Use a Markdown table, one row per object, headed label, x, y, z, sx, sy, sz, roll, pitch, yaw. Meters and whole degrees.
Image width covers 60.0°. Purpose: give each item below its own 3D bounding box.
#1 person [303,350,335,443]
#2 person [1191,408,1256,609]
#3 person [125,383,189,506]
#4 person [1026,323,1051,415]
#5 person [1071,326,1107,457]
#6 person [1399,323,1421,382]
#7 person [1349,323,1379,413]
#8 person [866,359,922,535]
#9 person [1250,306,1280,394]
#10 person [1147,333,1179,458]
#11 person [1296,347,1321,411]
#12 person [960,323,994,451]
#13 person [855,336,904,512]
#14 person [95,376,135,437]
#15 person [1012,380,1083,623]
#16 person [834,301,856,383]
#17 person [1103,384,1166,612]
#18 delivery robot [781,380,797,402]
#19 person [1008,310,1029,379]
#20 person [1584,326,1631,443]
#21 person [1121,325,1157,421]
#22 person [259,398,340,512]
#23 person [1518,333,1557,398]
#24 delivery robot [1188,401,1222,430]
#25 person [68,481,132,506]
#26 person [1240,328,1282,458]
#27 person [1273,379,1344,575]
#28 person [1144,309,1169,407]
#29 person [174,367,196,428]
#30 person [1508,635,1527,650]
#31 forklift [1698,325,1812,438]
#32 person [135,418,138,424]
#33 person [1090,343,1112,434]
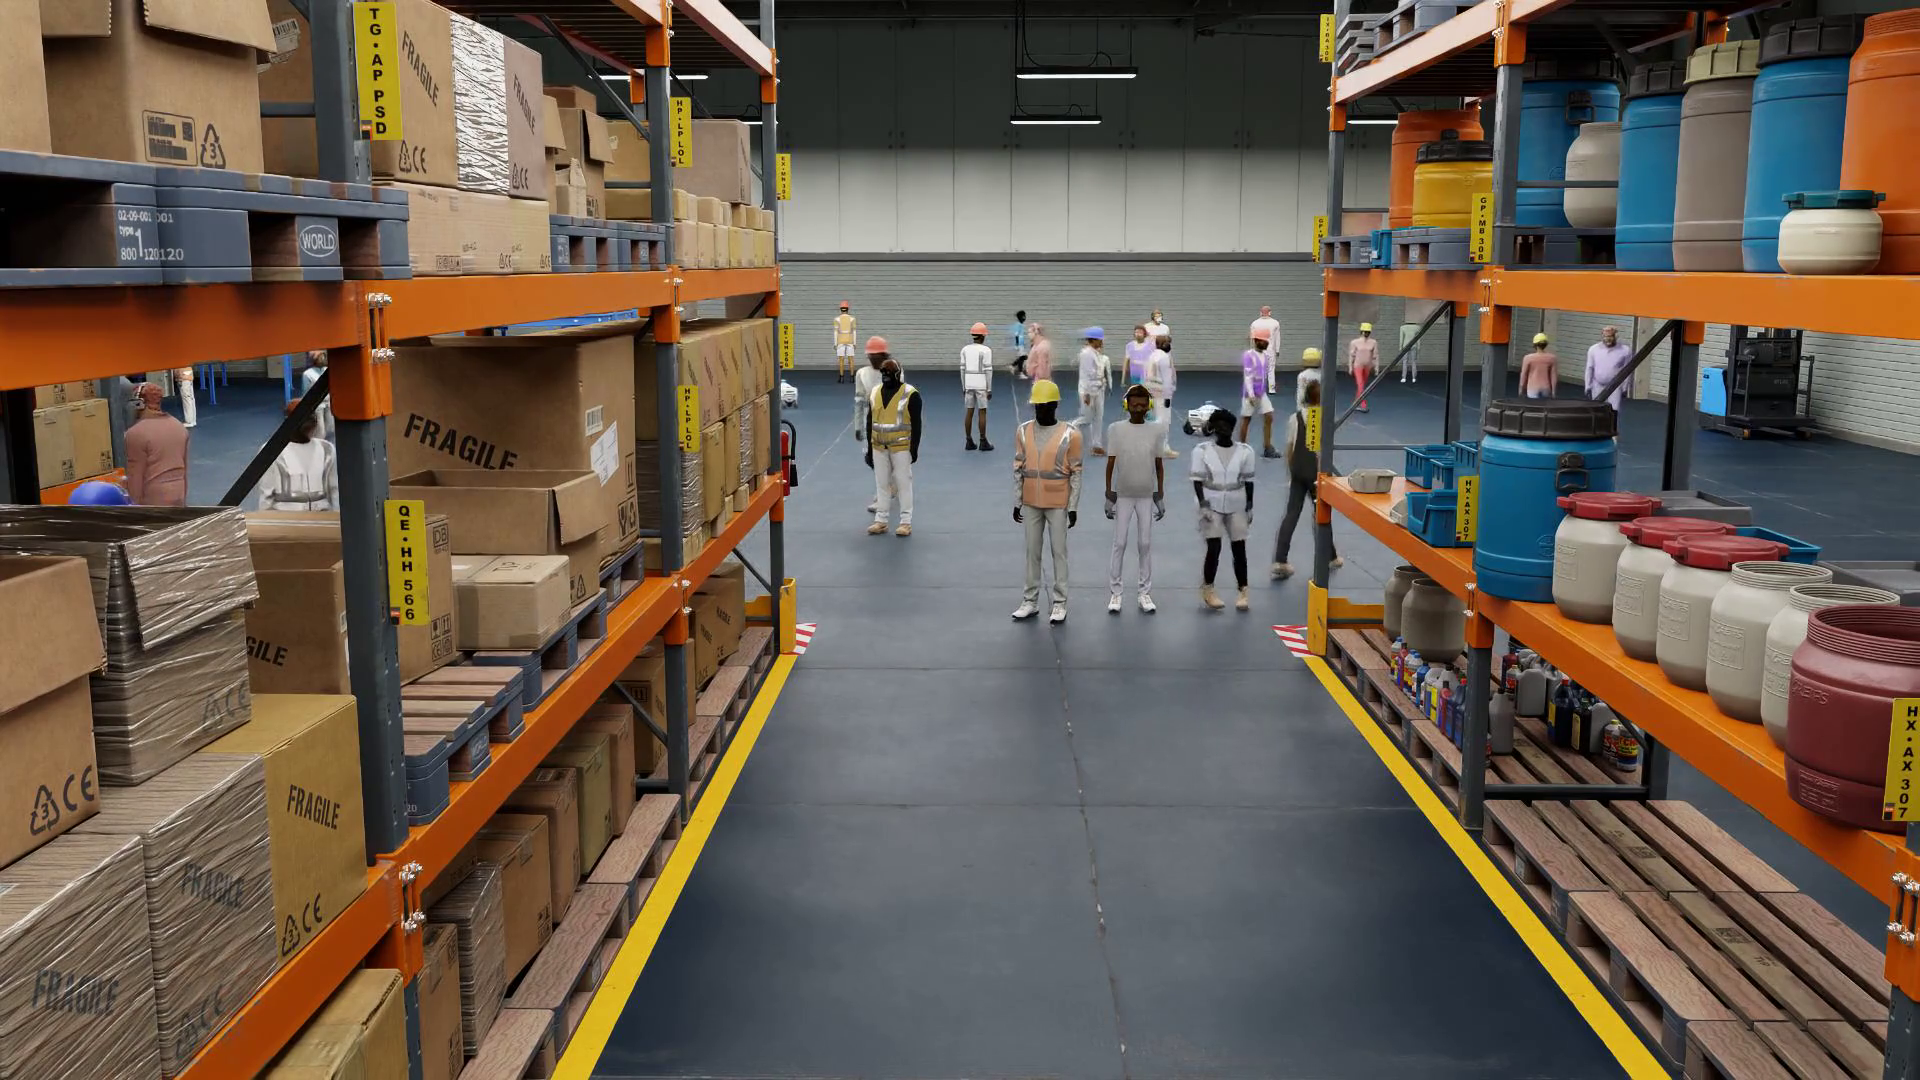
| label | x | y | z | sx | sy | sz | roll | pitch | yaw |
| --- | --- | --- | --- | --- | --- | --- | --- | --- | --- |
| person | -9.015 | -1.875 | 23.493 | 0.382 | 1.625 | 0.544 | 6 | 11 | 33 |
| person | 2.164 | -0.251 | 13.677 | 0.545 | 1.667 | 0.404 | 0 | 9 | 1 |
| person | -6.445 | -0.305 | 13.314 | 0.401 | 1.902 | 0.655 | 2 | 10 | 12 |
| person | 1.271 | -2.541 | 26.728 | 0.425 | 1.885 | 0.674 | -1 | 9 | -3 |
| person | 1.859 | -2.202 | 24.607 | 0.740 | 1.923 | 0.618 | 4 | 10 | 24 |
| person | 10.740 | -4.582 | 39.709 | 0.497 | 1.633 | 0.285 | 1 | 10 | 8 |
| person | 7.710 | -3.291 | 31.744 | 0.534 | 1.716 | 0.961 | -1 | 10 | -6 |
| person | -0.714 | -0.975 | 17.478 | 0.627 | 1.843 | 0.429 | 5 | 11 | 27 |
| person | 6.642 | -4.125 | 36.179 | 0.639 | 1.902 | 0.407 | 2 | 10 | 14 |
| person | 2.876 | -2.099 | 24.272 | 0.640 | 1.825 | 0.643 | -1 | 10 | -9 |
| person | 4.682 | -1.687 | 22.084 | 0.524 | 1.722 | 0.503 | -5 | 11 | -29 |
| person | 0.269 | -2.343 | 25.384 | 0.547 | 1.938 | 0.378 | 7 | 11 | 34 |
| person | -0.909 | -1.367 | 19.321 | 0.608 | 2.022 | 0.732 | 3 | 10 | 20 |
| person | -9.486 | -1.194 | 18.555 | 0.643 | 1.919 | 0.566 | 0 | 9 | -1 |
| person | 0.684 | -0.314 | 13.265 | 0.585 | 1.927 | 0.366 | 5 | 11 | 26 |
| person | -2.735 | -4.702 | 39.553 | 0.542 | 1.927 | 0.381 | -2 | 10 | -10 |
| person | 1.431 | -0.343 | 13.635 | 0.508 | 1.865 | 0.328 | 0 | 9 | -3 |
| delivery robot | -3.489 | -2.922 | 32.837 | 0.477 | 0.478 | 0.707 | -5 | 11 | -28 |
| person | 1.435 | -4.797 | 40.833 | 0.510 | 1.679 | 0.542 | 4 | 10 | 25 |
| person | 9.981 | -2.359 | 25.686 | 0.637 | 1.875 | 0.642 | 5 | 11 | 26 |
| person | 3.068 | -2.763 | 28.363 | 0.597 | 1.788 | 0.971 | 6 | 11 | 33 |
| person | -4.760 | -0.088 | 12.053 | 0.363 | 1.882 | 0.582 | 9 | 13 | 43 |
| person | 9.021 | -2.358 | 26.048 | 0.532 | 1.740 | 0.723 | 0 | 9 | -2 |
| delivery robot | 4.145 | -2.073 | 27.749 | 0.707 | 0.478 | 0.477 | -8 | 13 | -40 |
| person | -3.709 | 0.681 | 7.412 | 0.621 | 1.887 | 0.930 | -1 | 10 | -7 |
| person | 4.364 | -2.113 | 24.102 | 0.566 | 1.898 | 0.850 | -7 | 12 | -35 |
| person | 3.192 | -0.575 | 15.257 | 0.527 | 1.796 | 0.978 | 9 | 13 | 43 |
| person | 3.864 | -3.588 | 32.844 | 0.627 | 1.941 | 0.371 | -5 | 11 | -26 |
| person | -13.422 | -2.758 | 28.760 | 0.315 | 1.641 | 0.515 | -2 | 10 | -9 |
| person | 4.306 | -0.107 | 12.303 | 0.587 | 1.835 | 0.403 | -7 | 12 | -35 |
| forklift | 13.248 | -3.165 | 27.620 | 1.129 | 2.768 | 1.873 | 0 | 9 | 1 |
| person | -10.104 | -1.366 | 19.942 | 0.554 | 1.800 | 1.003 | 5 | 11 | 26 |
| person | 2.216 | -2.454 | 27.072 | 0.534 | 1.600 | 0.779 | -3 | 10 | -15 |
